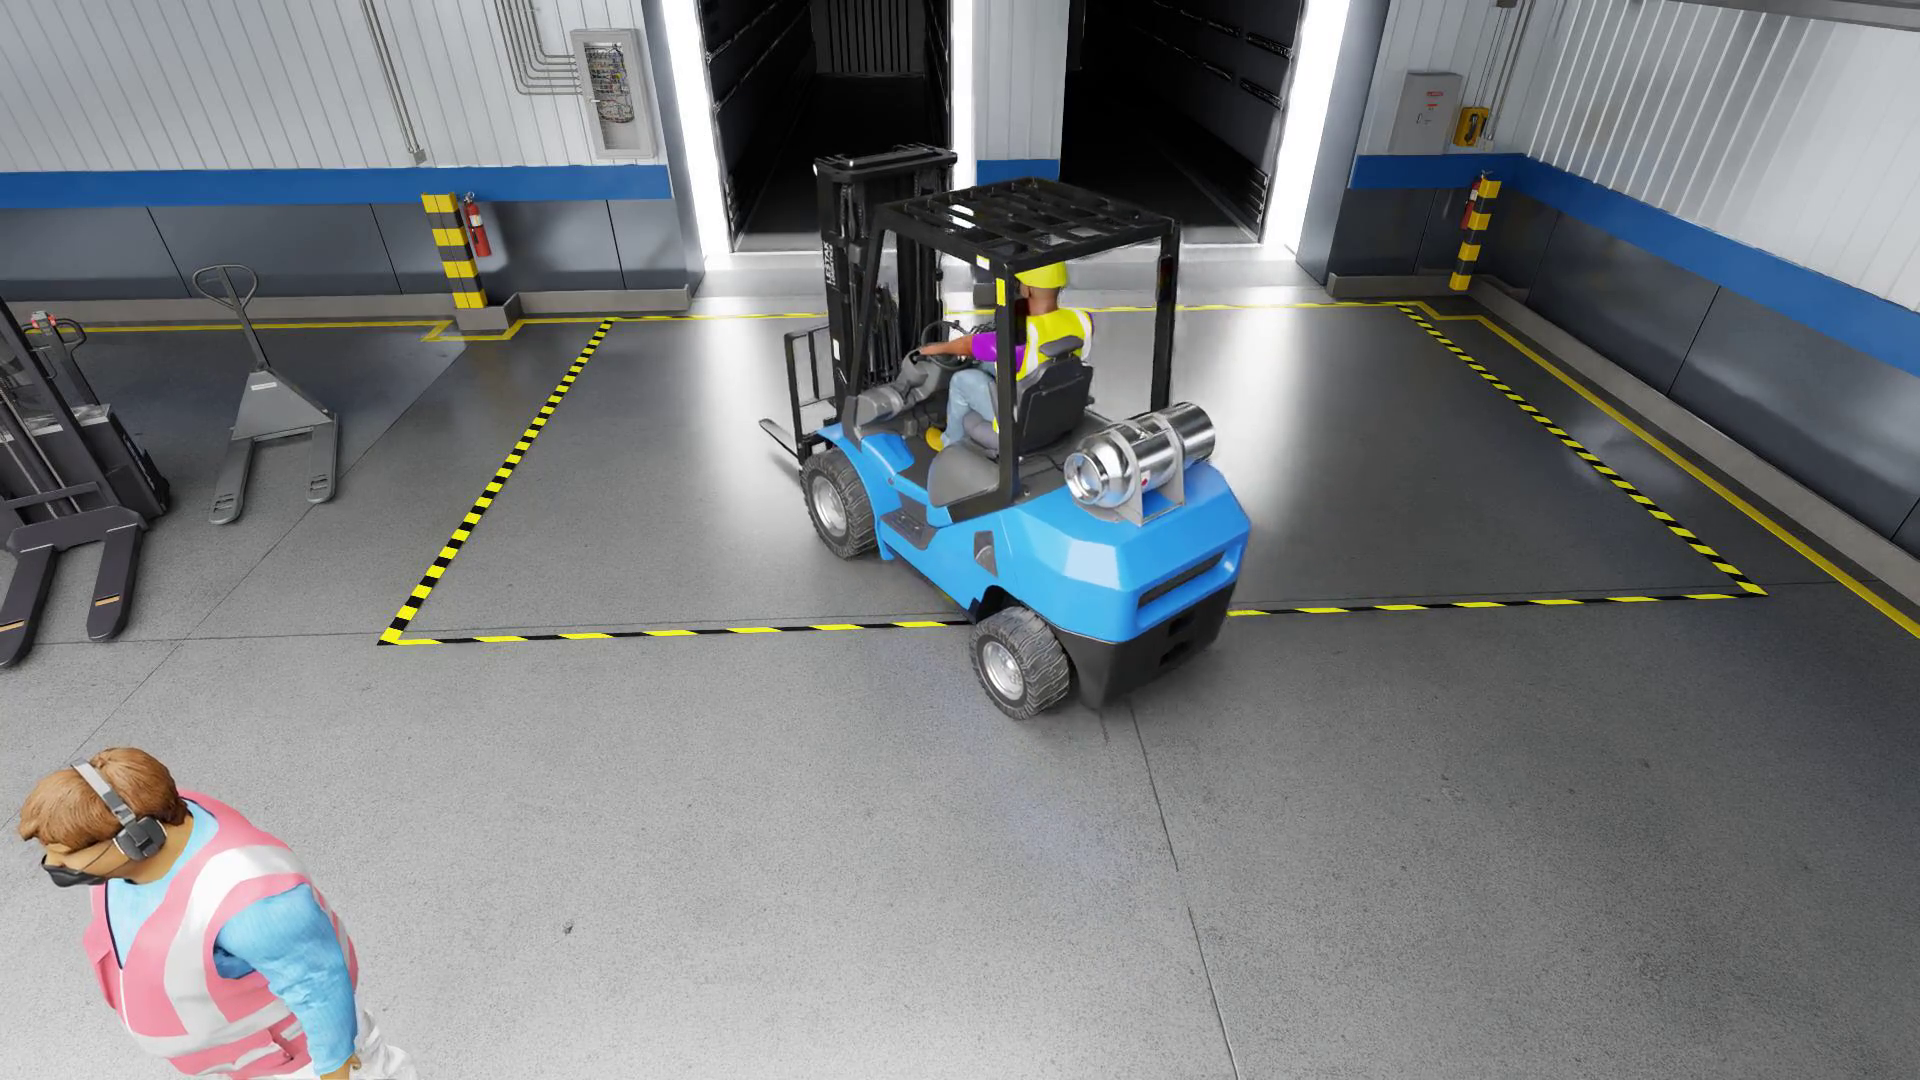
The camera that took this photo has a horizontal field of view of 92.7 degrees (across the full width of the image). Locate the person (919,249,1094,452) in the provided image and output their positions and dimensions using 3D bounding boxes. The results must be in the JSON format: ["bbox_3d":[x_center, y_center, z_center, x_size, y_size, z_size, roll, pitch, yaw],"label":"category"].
[{"bbox_3d":[0.187,-0.918,4.670,0.635,1.294,1.004,-23,41,-30],"label":"person"}]

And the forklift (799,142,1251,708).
[{"bbox_3d":[0.217,-0.734,4.734,1.157,2.036,2.680,-23,41,-30],"label":"forklift"}]

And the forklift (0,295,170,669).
[{"bbox_3d":[-5.212,-0.618,4.878,0.823,1.965,1.885,-20,39,-26],"label":"forklift"}]

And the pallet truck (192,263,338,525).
[{"bbox_3d":[-4.778,-1.027,6.128,0.680,1.201,1.601,-17,38,-23],"label":"pallet truck"}]

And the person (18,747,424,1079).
[{"bbox_3d":[-1.792,1.216,2.377,0.619,1.845,0.431,17,38,22],"label":"person"}]
